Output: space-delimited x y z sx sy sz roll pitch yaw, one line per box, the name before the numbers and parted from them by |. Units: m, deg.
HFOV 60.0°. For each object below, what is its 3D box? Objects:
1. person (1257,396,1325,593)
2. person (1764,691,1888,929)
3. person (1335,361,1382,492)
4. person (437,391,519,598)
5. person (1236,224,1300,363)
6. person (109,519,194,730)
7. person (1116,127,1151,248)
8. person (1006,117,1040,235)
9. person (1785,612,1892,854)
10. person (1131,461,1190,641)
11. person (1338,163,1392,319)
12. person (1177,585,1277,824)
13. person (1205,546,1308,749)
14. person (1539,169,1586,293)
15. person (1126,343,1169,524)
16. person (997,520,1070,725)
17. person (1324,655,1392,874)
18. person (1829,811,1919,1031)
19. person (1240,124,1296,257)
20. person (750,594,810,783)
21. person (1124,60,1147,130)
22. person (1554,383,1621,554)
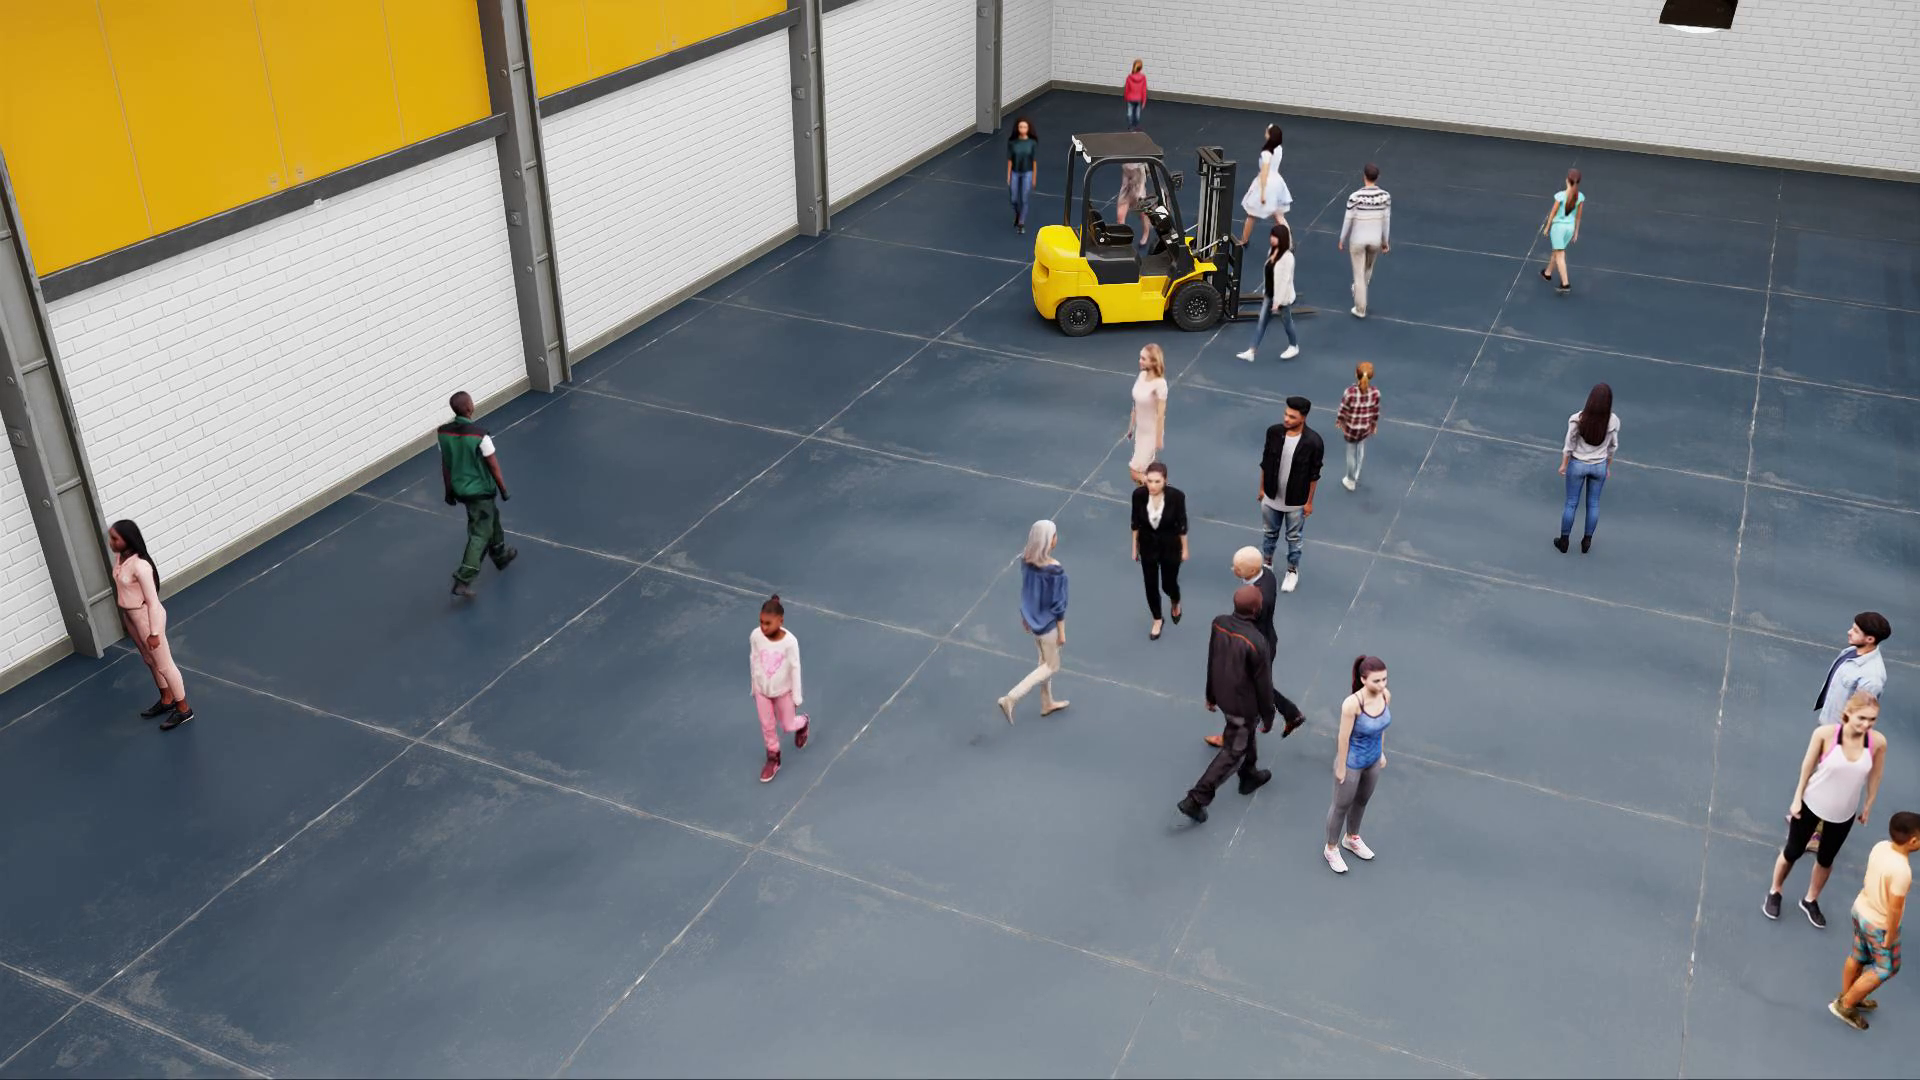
person | 2.833 -0.435 14.343 0.732 1.803 0.660 19 34 31
person | 5.466 1.676 10.496 0.637 1.781 0.590 8 30 15
person | 3.856 -1.080 16.059 0.691 1.293 0.769 -3 29 -6
person | -4.177 -0.357 14.207 0.667 1.798 1.176 13 31 23
person | 3.680 -2.772 18.849 1.160 1.591 0.986 -16 33 -27
person | -6.116 0.615 12.504 0.670 1.721 0.627 22 35 34
person | 2.358 -4.624 22.129 0.837 1.701 1.172 24 37 37
person | 0.864 -5.077 23.053 0.685 1.611 0.709 4 29 6
person | 5.940 1.290 11.175 0.756 1.809 0.535 9 30 15
person | 1.659 0.043 13.638 0.651 1.639 0.716 8 30 15
person | 4.924 -3.580 20.078 1.075 1.831 1.207 -4 29 -8
person | 1.850 1.140 11.459 1.323 1.799 1.107 -18 33 -29
person | 2.211 0.808 12.102 0.894 1.767 0.961 10 30 18
person | 7.604 -3.860 20.911 0.954 1.525 1.111 -5 29 -9
person | 1.815 -0.965 15.299 0.797 1.818 0.736 -9 30 -16
person | 0.547 0.664 12.463 1.049 1.675 0.913 -16 32 -26
person | 2.656 1.465 11.063 0.626 1.609 0.712 -16 32 -27
person | 5.374 2.222 9.839 0.723 1.451 0.654 2 29 3
person | 4.140 -4.511 21.851 0.980 1.769 1.218 25 37 38
person | -1.311 1.032 12.042 0.570 1.430 0.819 11 30 19
person | 2.858 -7.179 27.230 0.725 1.302 0.889 0 29 0
person | 5.627 -0.643 14.901 0.666 1.633 0.629 2 29 4
